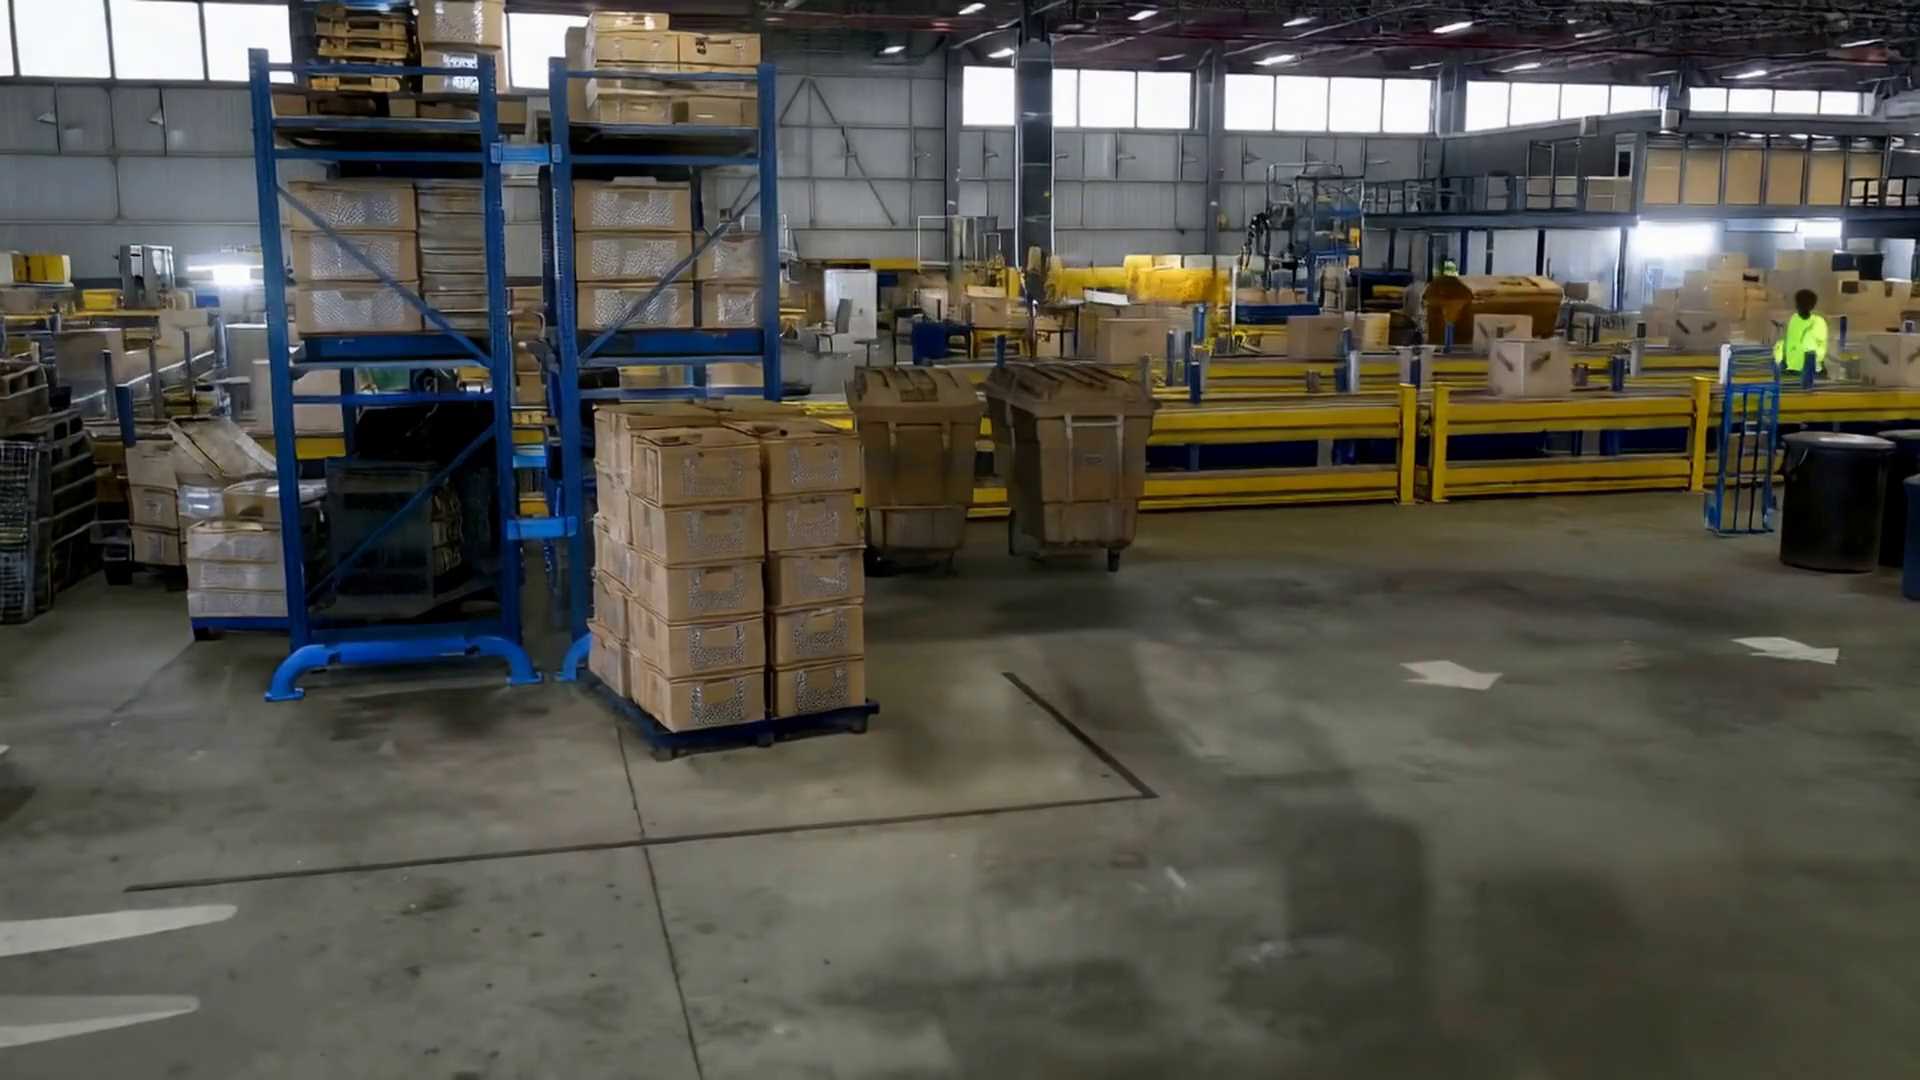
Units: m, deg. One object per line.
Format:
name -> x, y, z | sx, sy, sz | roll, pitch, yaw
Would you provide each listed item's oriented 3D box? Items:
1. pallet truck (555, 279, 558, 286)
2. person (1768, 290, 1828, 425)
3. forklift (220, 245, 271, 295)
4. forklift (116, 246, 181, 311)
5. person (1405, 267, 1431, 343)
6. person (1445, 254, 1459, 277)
pallet truck -> -10.604, -6.375, 44.520 | 0.653, 1.274, 1.630 | -3, 10, -15
person -> 9.210, -1.914, 18.264 | 0.886, 1.646, 0.548 | -3, 10, -14
forklift -> -17.749, -6.334, 41.440 | 1.157, 1.987, 2.680 | -3, 10, -17
forklift -> -19.966, -6.232, 40.894 | 1.157, 1.987, 2.680 | -3, 10, -15
person -> 8.740, -4.331, 31.697 | 0.541, 1.730, 0.623 | -1, 10, -7
person -> 17.343, -9.169, 58.736 | 0.610, 1.869, 0.419 | -3, 10, -15
